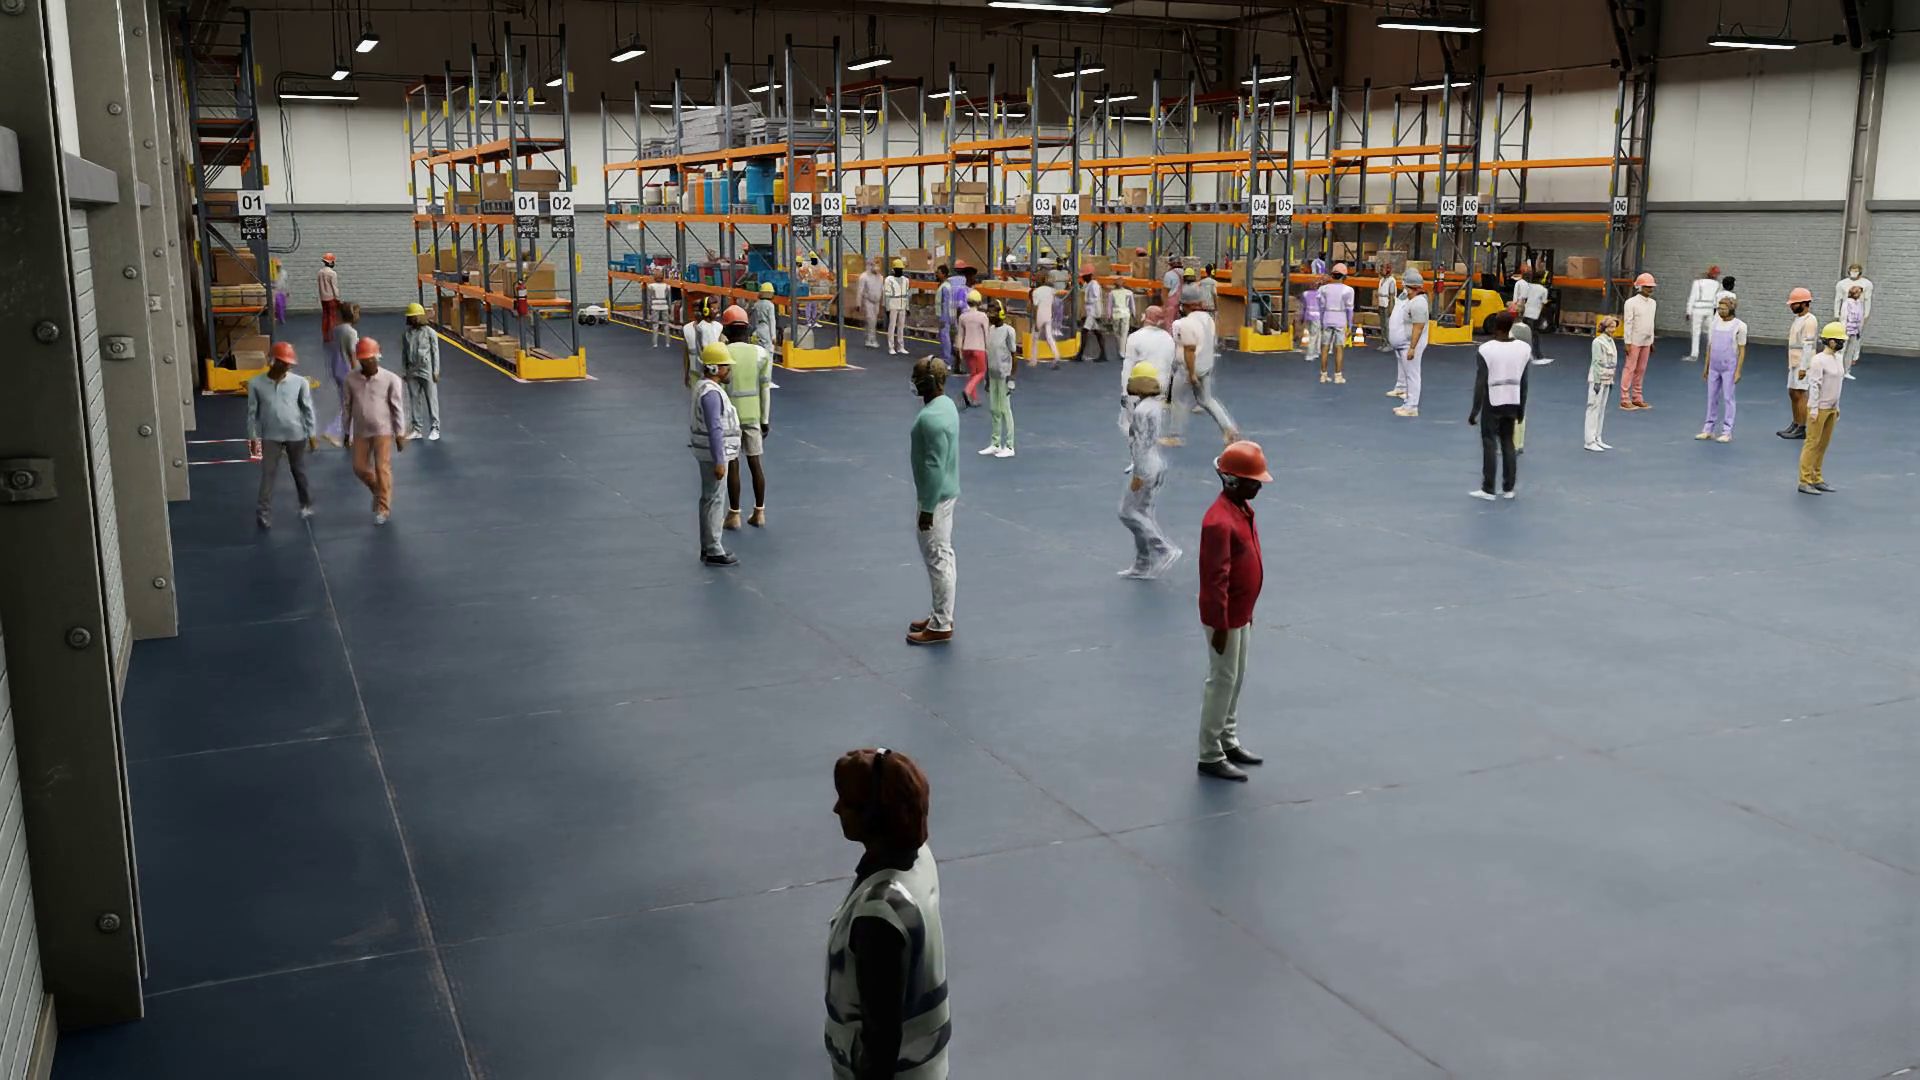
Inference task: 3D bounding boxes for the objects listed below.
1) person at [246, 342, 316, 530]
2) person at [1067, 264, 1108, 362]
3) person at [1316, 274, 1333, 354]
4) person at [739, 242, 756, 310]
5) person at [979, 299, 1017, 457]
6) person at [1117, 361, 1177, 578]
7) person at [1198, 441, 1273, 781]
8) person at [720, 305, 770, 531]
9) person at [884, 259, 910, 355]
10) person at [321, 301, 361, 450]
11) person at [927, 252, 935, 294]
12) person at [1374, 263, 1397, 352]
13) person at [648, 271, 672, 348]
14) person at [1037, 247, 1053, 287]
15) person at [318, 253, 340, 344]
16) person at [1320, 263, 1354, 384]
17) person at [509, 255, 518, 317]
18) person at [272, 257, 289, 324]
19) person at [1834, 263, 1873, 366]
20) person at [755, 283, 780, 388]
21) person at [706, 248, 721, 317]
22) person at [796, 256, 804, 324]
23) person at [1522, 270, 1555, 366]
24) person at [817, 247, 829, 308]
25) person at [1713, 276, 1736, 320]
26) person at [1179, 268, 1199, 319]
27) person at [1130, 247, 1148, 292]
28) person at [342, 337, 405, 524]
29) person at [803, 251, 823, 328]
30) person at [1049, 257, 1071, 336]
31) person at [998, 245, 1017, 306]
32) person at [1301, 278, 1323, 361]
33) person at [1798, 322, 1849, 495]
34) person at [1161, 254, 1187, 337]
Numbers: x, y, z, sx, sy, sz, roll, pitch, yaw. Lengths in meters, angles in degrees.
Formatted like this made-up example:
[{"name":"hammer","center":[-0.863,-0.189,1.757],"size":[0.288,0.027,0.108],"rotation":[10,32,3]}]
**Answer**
[{"name":"person","center":[-6.308,-0.986,15.483],"size":[0.587,1.707,0.795],"rotation":[-4,12,-21]},{"name":"person","center":[2.451,-4.354,32.035],"size":[0.904,1.881,0.559],"rotation":[-1,11,-6]},{"name":"person","center":[7.433,-4.609,33.975],"size":[0.517,1.640,0.314],"rotation":[2,11,10]},{"name":"person","center":[-6.302,-7.853,49.478],"size":[0.614,2.031,0.408],"rotation":[3,12,15]},{"name":"person","center":[0.464,-1.911,19.691],"size":[0.311,1.864,0.533],"rotation":[-8,14,-36]},{"name":"person","center":[1.464,-0.538,13.073],"size":[0.427,1.714,0.506],"rotation":[4,12,18]},{"name":"person","center":[1.403,0.356,8.496],"size":[0.351,1.739,0.573],"rotation":[4,12,22]},{"name":"person","center":[-2.031,-1.111,15.171],"size":[0.615,2.040,0.391],"rotation":[-8,14,-35]},{"name":"person","center":[-1.275,-4.763,34.016],"size":[0.590,1.930,0.359],"rotation":[-9,14,-37]},{"name":"person","center":[-7.454,-1.967,20.090],"size":[0.540,1.826,0.555],"rotation":[-11,15,-43]},{"name":"person","center":[-0.980,-8.303,52.748],"size":[0.314,1.642,0.515],"rotation":[6,13,28]},{"name":"person","center":[8.874,-4.819,34.561],"size":[0.392,1.834,0.561],"rotation":[-2,11,-11]},{"name":"person","center":[-6.427,-4.929,35.638],"size":[0.512,1.631,0.316],"rotation":[-4,12,-19]},{"name":"person","center":[2.441,-7.501,47.986],"size":[0.601,1.907,0.541],"rotation":[-7,13,-31]},{"name":"person","center":[-13.908,-5.327,36.747],"size":[0.622,1.989,0.406],"rotation":[7,13,33]},{"name":"person","center":[6.369,-3.648,28.116],"size":[0.601,2.035,0.429],"rotation":[7,13,33]},{"name":"person","center":[-12.294,-7.038,45.991],"size":[0.301,1.772,0.527],"rotation":[-5,12,-23]},{"name":"person","center":[-17.716,-6.468,43.178],"size":[0.619,1.730,0.573],"rotation":[7,13,32]},{"name":"person","center":[16.903,-4.269,31.525],"size":[0.622,1.932,0.367],"rotation":[7,13,33]},{"name":"person","center":[-3.182,-3.374,27.461],"size":[0.325,1.736,0.485],"rotation":[-10,15,-42]},{"name":"person","center":[-6.892,-7.147,46.199],"size":[0.402,1.904,0.652],"rotation":[-10,15,-42]},{"name":"person","center":[-4.197,-6.476,43.170],"size":[0.328,1.759,0.524],"rotation":[-2,11,-9]},{"name":"person","center":[10.832,-4.155,31.242],"size":[0.826,1.806,0.587],"rotation":[-2,11,-11]},{"name":"person","center":[-3.967,-7.604,48.605],"size":[0.606,1.872,0.647],"rotation":[4,12,18]},{"name":"person","center":[14.373,-4.107,31.272],"size":[0.317,1.697,0.540],"rotation":[-3,12,-15]},{"name":"person","center":[4.726,-4.752,34.439],"size":[0.294,1.744,0.487],"rotation":[-9,14,-38]},{"name":"person","center":[4.718,-6.549,42.913],"size":[0.610,2.014,0.880],"rotation":[-3,12,-16]},{"name":"person","center":[-5.476,-1.035,15.554],"size":[0.583,1.731,0.505],"rotation":[1,11,3]},{"name":"person","center":[-3.691,-6.315,41.911],"size":[0.375,1.929,0.585],"rotation":[8,14,35]},{"name":"person","center":[2.400,-5.713,39.063],"size":[0.532,1.852,0.621],"rotation":[-5,12,-25]},{"name":"person","center":[1.485,-8.220,51.727],"size":[0.614,1.873,0.413],"rotation":[3,11,13]},{"name":"person","center":[7.012,-4.323,32.621],"size":[0.822,1.598,0.531],"rotation":[-10,15,-41]},{"name":"person","center":[8.910,-1.353,17.106],"size":[0.534,1.767,0.318],"rotation":[-8,14,-36]},{"name":"person","center":[4.454,-4.956,34.716],"size":[0.687,2.000,0.536],"rotation":[-8,14,-37]}]
